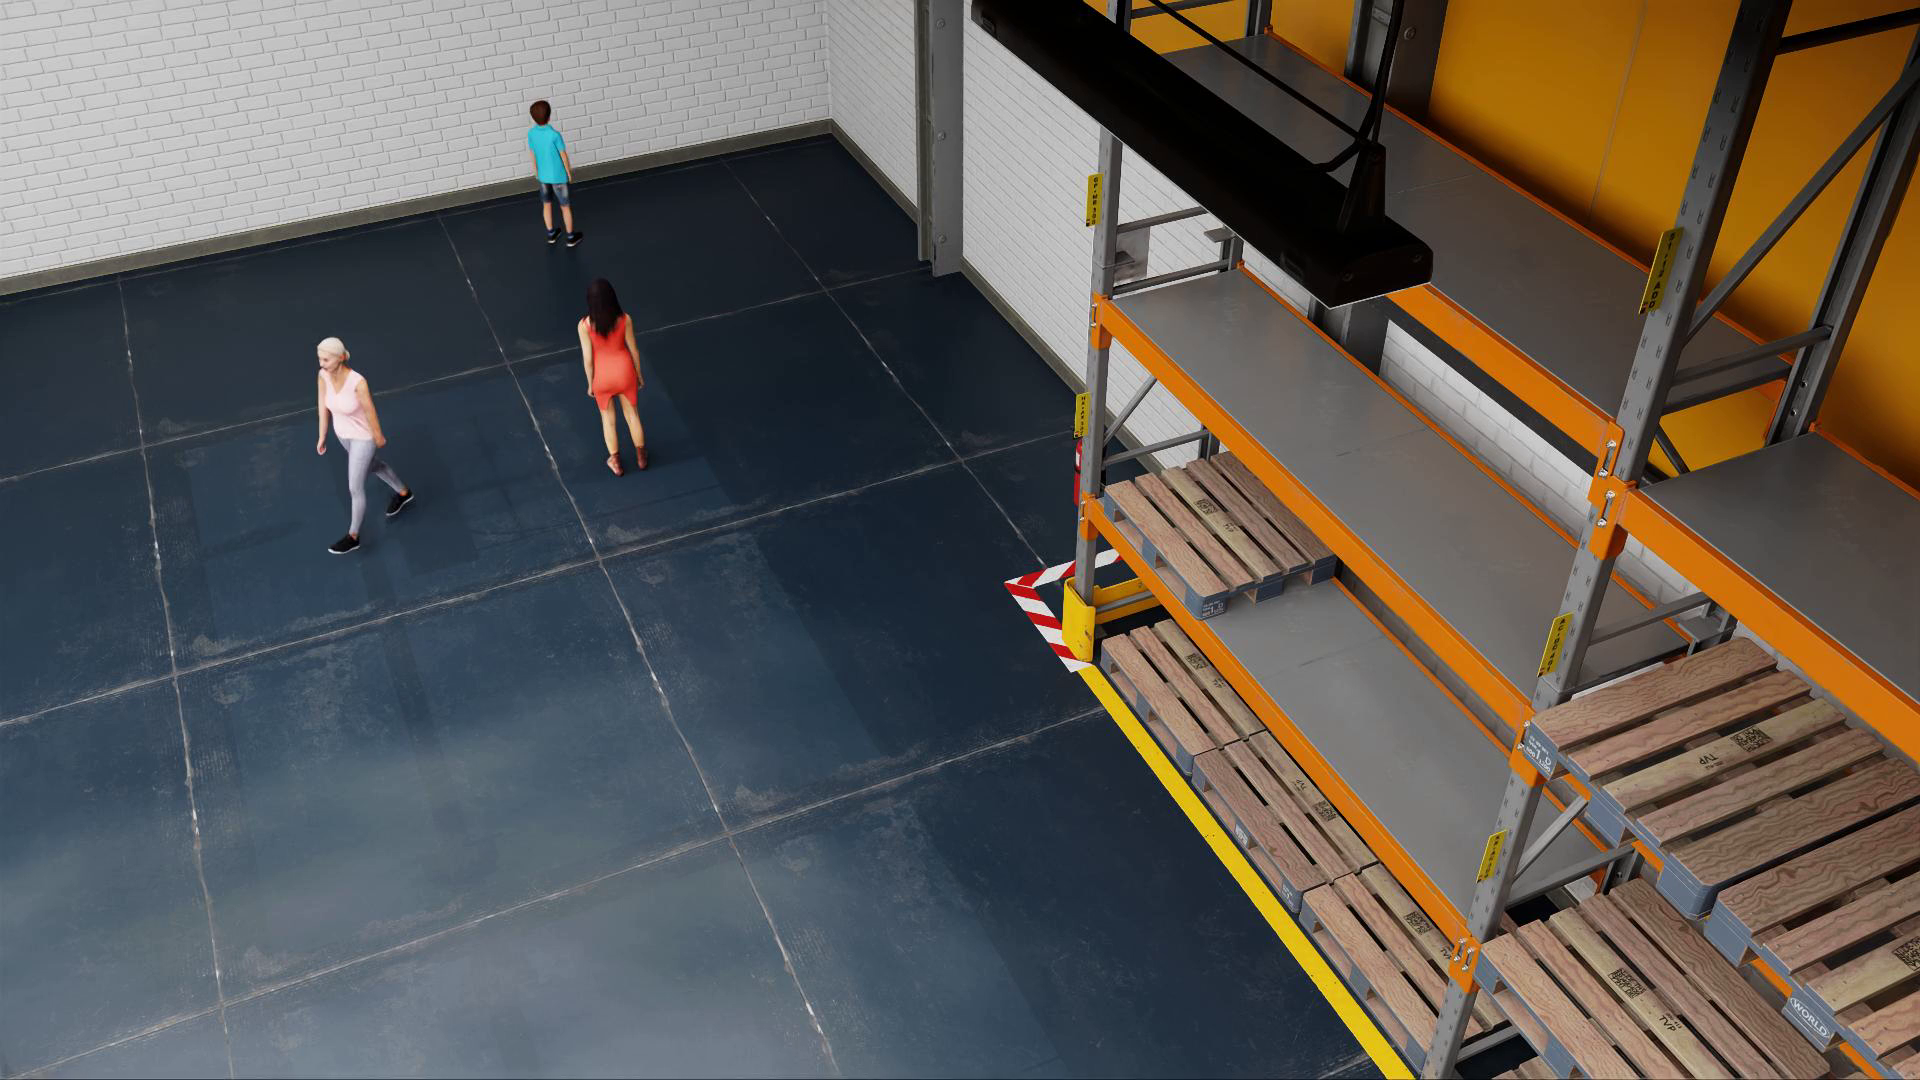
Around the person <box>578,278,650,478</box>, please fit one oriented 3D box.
[{"bbox_3d":[-2.678,-1.253,12.857,0.596,1.719,0.508,-14,41,-17],"label":"person"}]

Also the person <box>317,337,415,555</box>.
[{"bbox_3d":[-4.415,-0.800,12.323,1.099,1.677,1.040,19,42,22],"label":"person"}]

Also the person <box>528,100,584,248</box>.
[{"bbox_3d":[-3.908,-3.509,15.896,0.597,1.450,0.654,11,40,13],"label":"person"}]
